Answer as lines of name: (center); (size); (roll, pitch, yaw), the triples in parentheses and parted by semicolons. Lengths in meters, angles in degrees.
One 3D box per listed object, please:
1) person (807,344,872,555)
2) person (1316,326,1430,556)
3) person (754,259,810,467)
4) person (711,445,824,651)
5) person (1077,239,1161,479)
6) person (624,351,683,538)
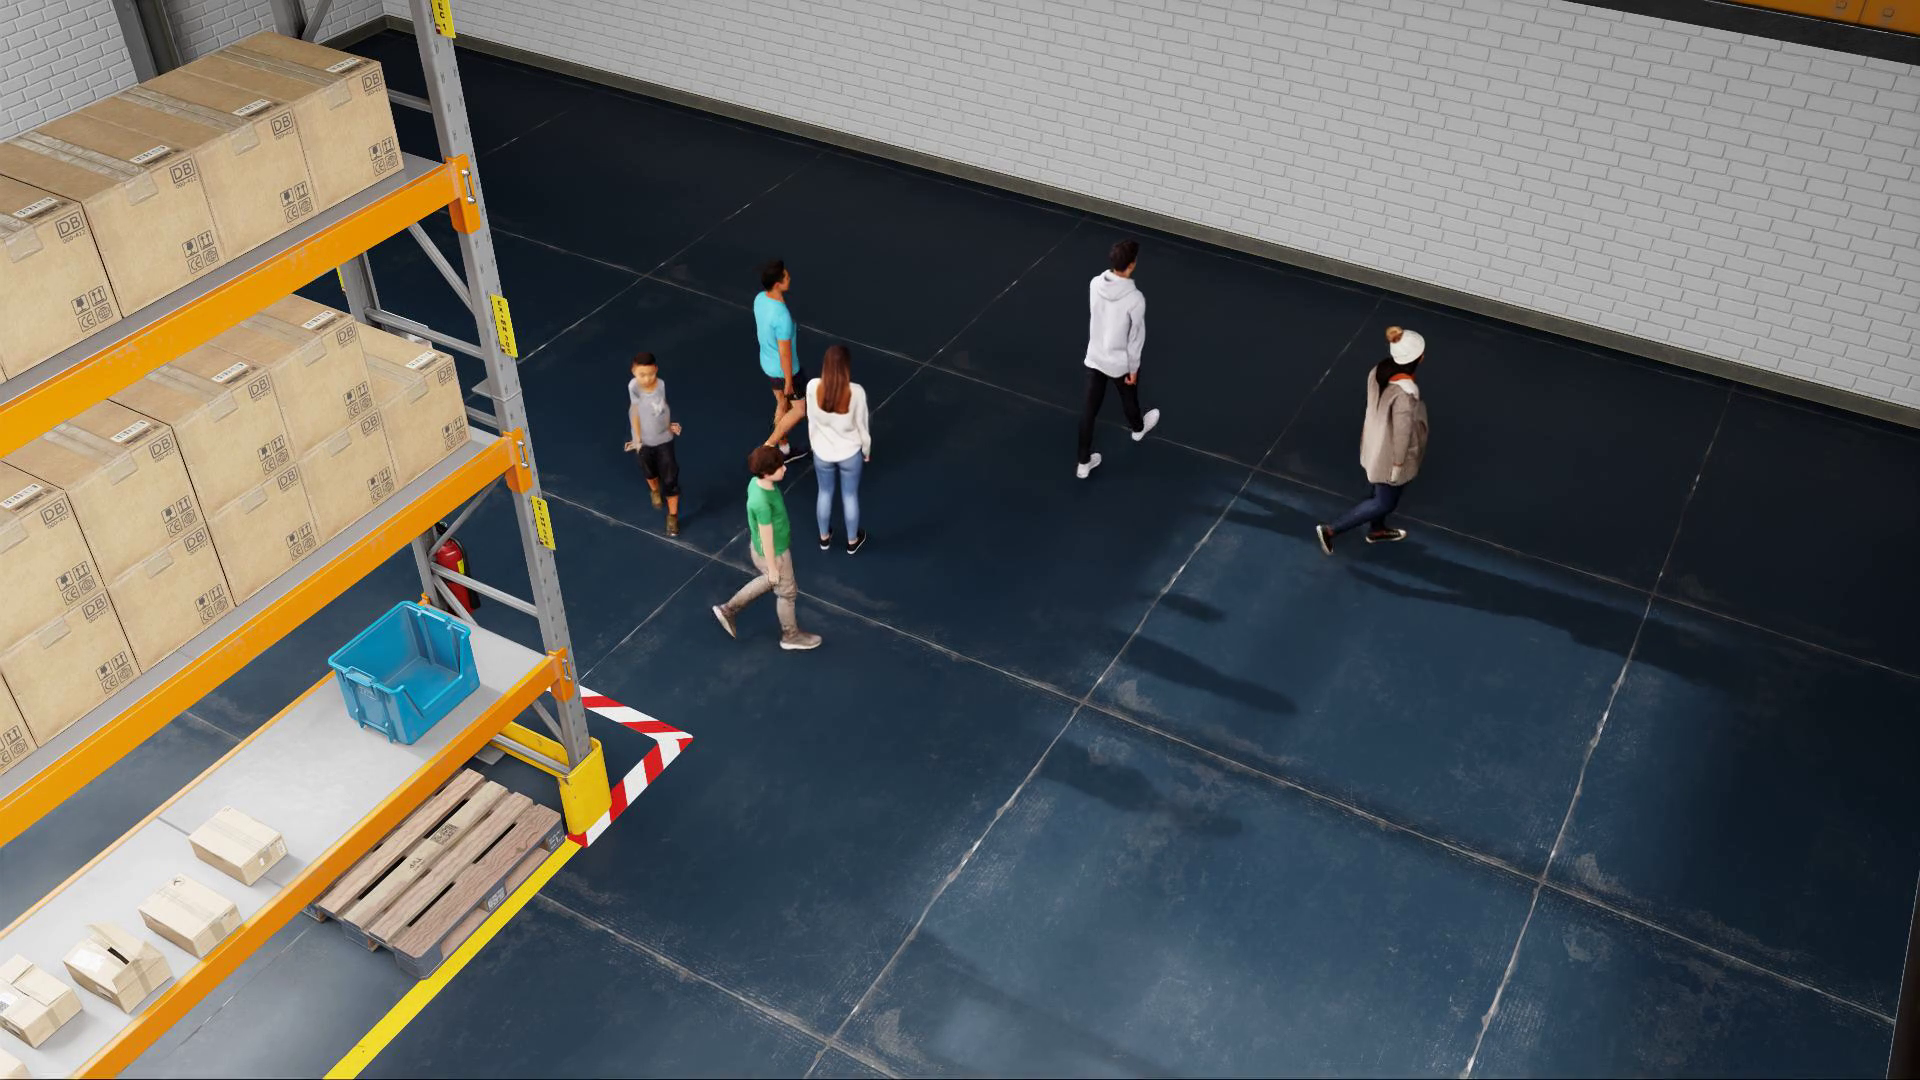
person: (-0.841, -0.625, 11.656); (0.686, 1.692, 0.661); (7, 39, 8)
person: (2.892, -0.660, 11.557); (1.107, 1.871, 1.072); (-7, 39, -9)
person: (-1.415, -1.263, 12.399); (0.866, 1.762, 0.790); (-21, 43, -24)
person: (-1.310, 0.075, 10.829); (0.970, 1.631, 0.993); (-2, 39, -3)
person: (1.068, -1.297, 12.352); (0.778, 1.875, 1.196); (24, 45, 27)
person: (-2.266, -0.849, 12.142); (0.860, 1.435, 0.950); (-5, 39, -6)
